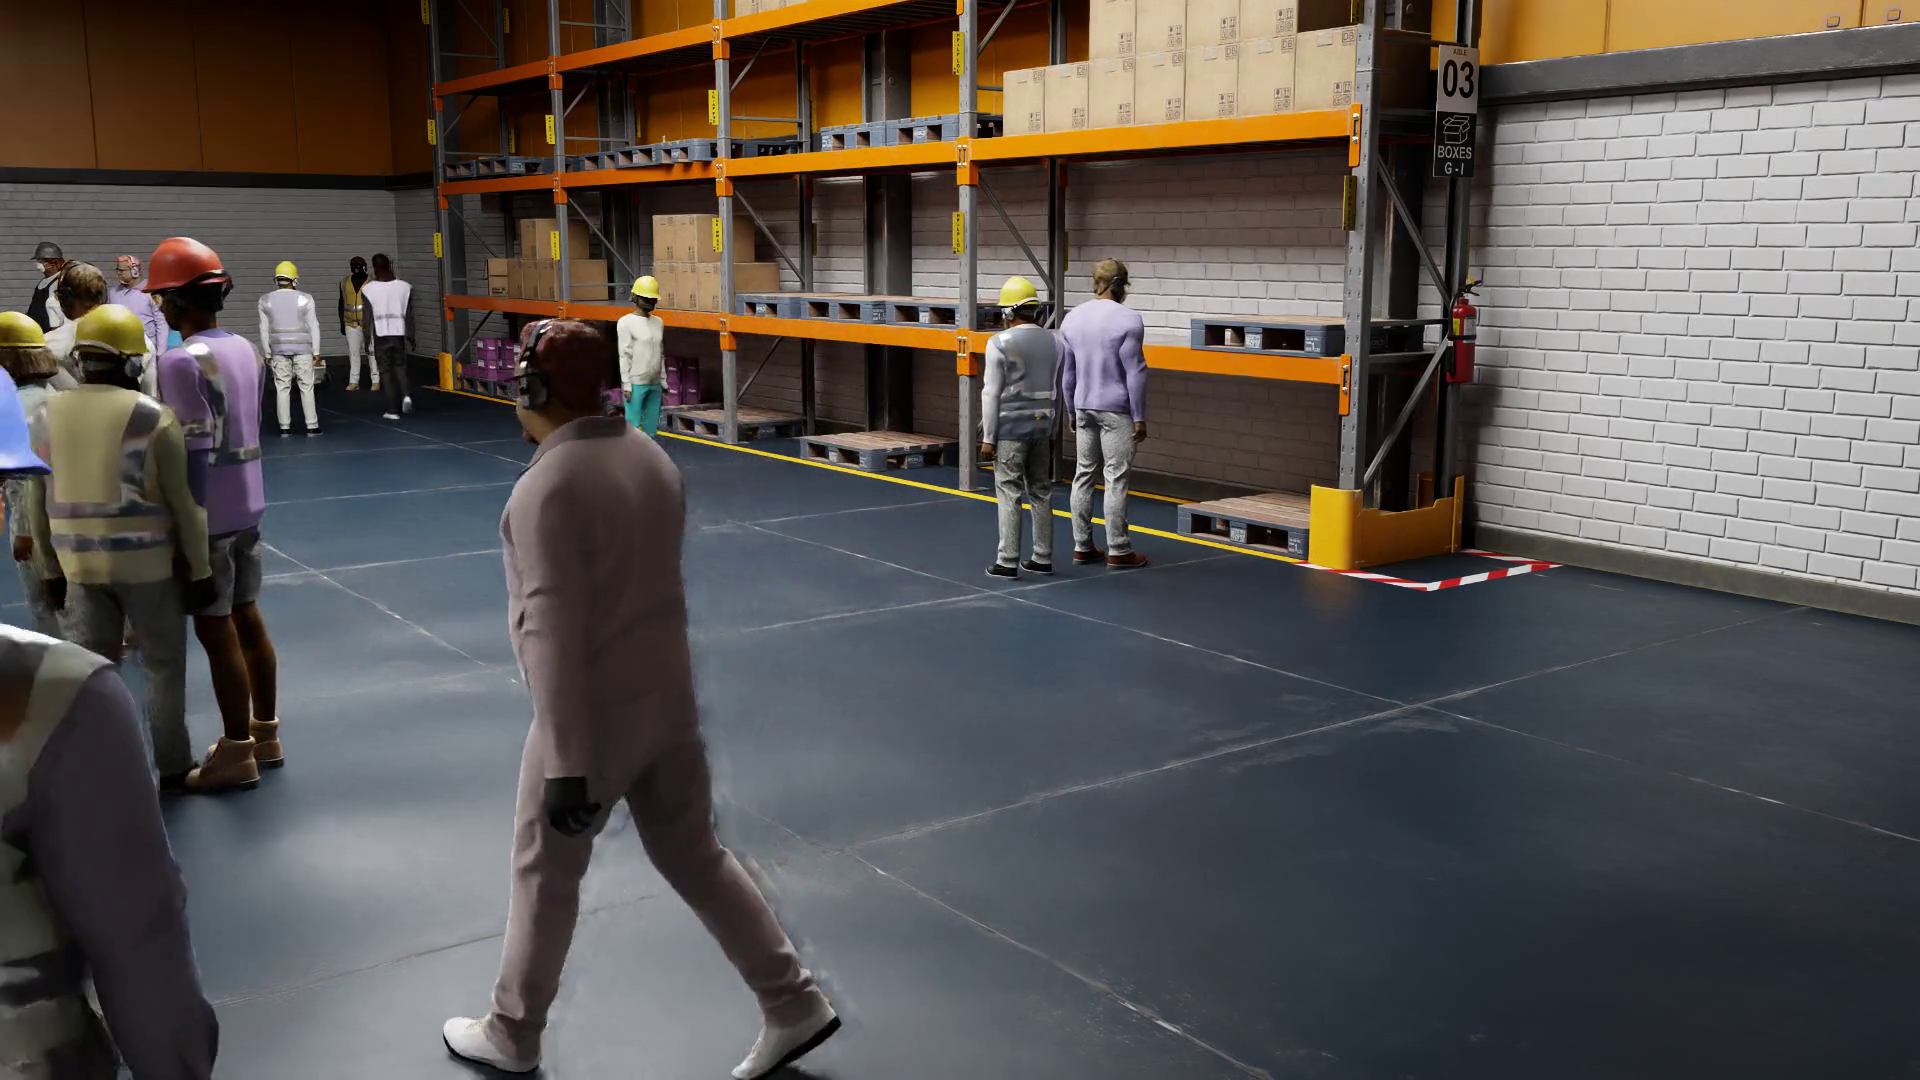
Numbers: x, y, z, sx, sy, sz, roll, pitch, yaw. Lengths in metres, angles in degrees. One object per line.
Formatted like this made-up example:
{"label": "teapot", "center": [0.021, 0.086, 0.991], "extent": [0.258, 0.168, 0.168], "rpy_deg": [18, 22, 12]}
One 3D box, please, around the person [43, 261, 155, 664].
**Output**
{"label": "person", "center": [-4.137, -0.366, 8.027], "extent": [0.352, 1.937, 0.635], "rpy_deg": [4, 11, 20]}

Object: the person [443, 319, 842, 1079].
{"label": "person", "center": [-0.786, 0.411, 3.940], "extent": [0.988, 1.855, 0.693], "rpy_deg": [4, 11, 20]}

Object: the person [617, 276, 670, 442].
{"label": "person", "center": [-2.567, -1.270, 13.598], "extent": [0.326, 1.760, 0.524], "rpy_deg": [6, 12, 30]}

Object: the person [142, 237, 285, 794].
{"label": "person", "center": [-2.783, -0.084, 6.158], "extent": [0.373, 2.040, 0.616], "rpy_deg": [0, 10, 0]}

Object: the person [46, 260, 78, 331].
{"label": "person", "center": [-8.090, -1.633, 15.311], "extent": [0.518, 1.874, 0.329], "rpy_deg": [-6, 12, -32]}

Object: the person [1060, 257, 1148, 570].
{"label": "person", "center": [0.907, -0.782, 10.372], "extent": [0.627, 1.934, 0.371], "rpy_deg": [9, 14, 42]}

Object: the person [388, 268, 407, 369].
{"label": "person", "center": [-9.116, -3.543, 26.664], "extent": [0.497, 1.636, 0.283], "rpy_deg": [-5, 11, -28]}

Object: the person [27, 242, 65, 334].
{"label": "person", "center": [-10.036, -2.278, 18.450], "extent": [0.683, 2.000, 0.536], "rpy_deg": [9, 13, 41]}

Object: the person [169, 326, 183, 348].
{"label": "person", "center": [-8.766, -2.158, 18.751], "extent": [0.539, 1.691, 0.319], "rpy_deg": [-3, 11, -16]}

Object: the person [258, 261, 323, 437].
{"label": "person", "center": [-6.982, -1.985, 17.385], "extent": [0.588, 1.835, 0.403], "rpy_deg": [-2, 10, -10]}

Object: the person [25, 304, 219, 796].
{"label": "person", "center": [-2.989, 0.075, 5.905], "extent": [0.620, 1.813, 0.633], "rpy_deg": [1, 10, 4]}

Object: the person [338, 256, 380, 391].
{"label": "person", "center": [-8.221, -2.964, 22.852], "extent": [0.625, 1.844, 0.429], "rpy_deg": [-1, 10, -3]}

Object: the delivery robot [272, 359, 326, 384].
{"label": "delivery robot", "center": [-9.108, -2.377, 22.903], "extent": [0.707, 0.478, 0.477], "rpy_deg": [3, 11, 18]}

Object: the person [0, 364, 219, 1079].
{"label": "person", "center": [-1.215, 0.707, 2.070], "extent": [0.612, 1.922, 0.612], "rpy_deg": [3, 11, 15]}

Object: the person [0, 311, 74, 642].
{"label": "person", "center": [-3.872, -0.076, 6.948], "extent": [0.301, 1.743, 0.493], "rpy_deg": [-3, 11, -16]}

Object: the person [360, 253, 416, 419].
{"label": "person", "center": [-6.584, -2.338, 19.166], "extent": [0.631, 1.902, 0.441], "rpy_deg": [-9, 13, -40]}

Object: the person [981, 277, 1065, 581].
{"label": "person", "center": [0.365, -0.665, 10.042], "extent": [0.585, 1.824, 0.405], "rpy_deg": [-8, 13, -39]}

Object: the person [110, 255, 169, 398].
{"label": "person", "center": [-8.284, -1.902, 16.737], "extent": [0.640, 1.904, 0.401], "rpy_deg": [3, 10, 14]}
